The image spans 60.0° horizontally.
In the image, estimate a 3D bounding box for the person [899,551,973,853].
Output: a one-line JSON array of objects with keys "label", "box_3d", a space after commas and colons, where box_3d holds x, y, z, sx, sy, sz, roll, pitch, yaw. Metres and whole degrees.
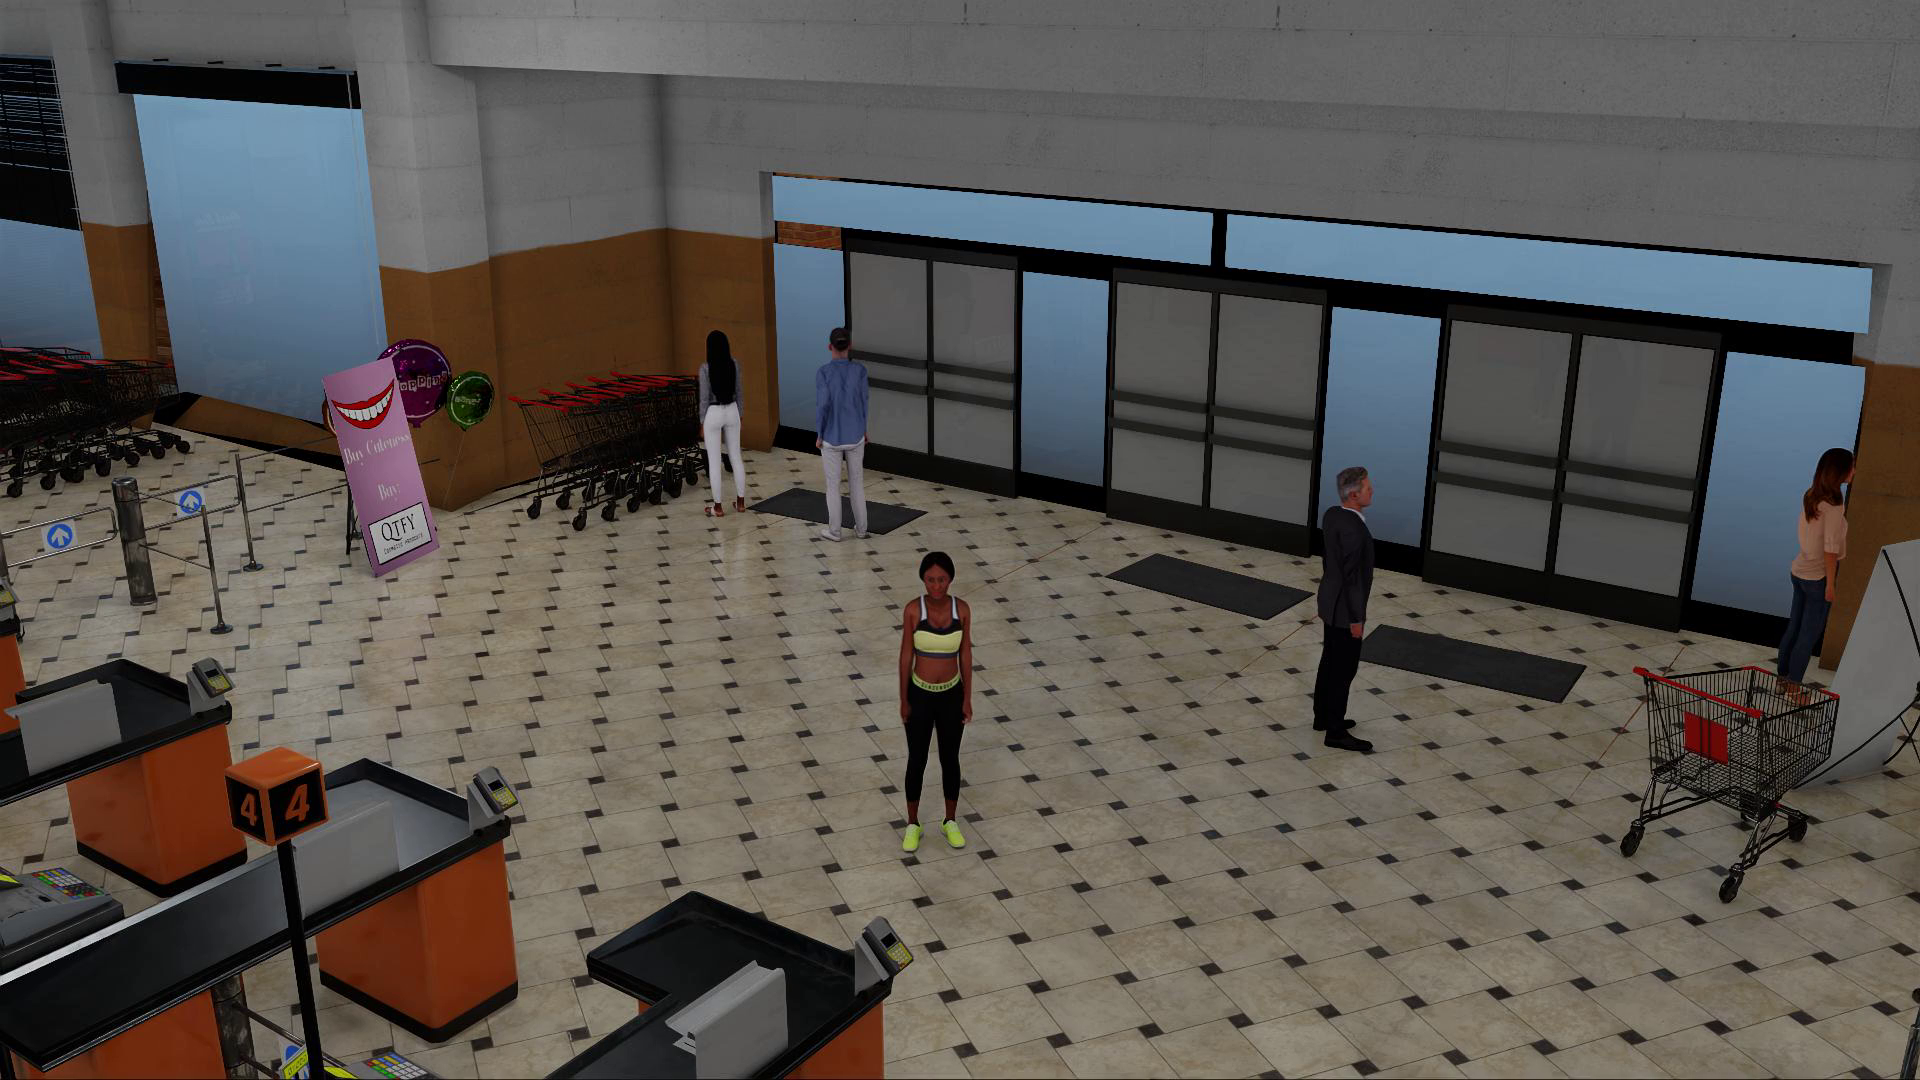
[{"label": "person", "box_3d": [-0.141, 0.890, 9.311, 0.637, 1.754, 0.690, -2, 19, -7]}]

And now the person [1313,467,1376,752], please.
[{"label": "person", "box_3d": [2.455, 0.410, 10.597, 0.870, 1.842, 0.777, -1, 19, -3]}]

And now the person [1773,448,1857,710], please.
[{"label": "person", "box_3d": [5.734, 0.243, 11.171, 0.732, 1.792, 0.619, 2, 19, 5]}]

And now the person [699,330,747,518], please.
[{"label": "person", "box_3d": [-2.176, -1.075, 15.187, 0.587, 1.724, 0.723, -11, 22, -30]}]

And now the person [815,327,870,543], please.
[{"label": "person", "box_3d": [-1.027, -0.918, 14.464, 0.676, 1.887, 0.798, -8, 20, -23]}]
